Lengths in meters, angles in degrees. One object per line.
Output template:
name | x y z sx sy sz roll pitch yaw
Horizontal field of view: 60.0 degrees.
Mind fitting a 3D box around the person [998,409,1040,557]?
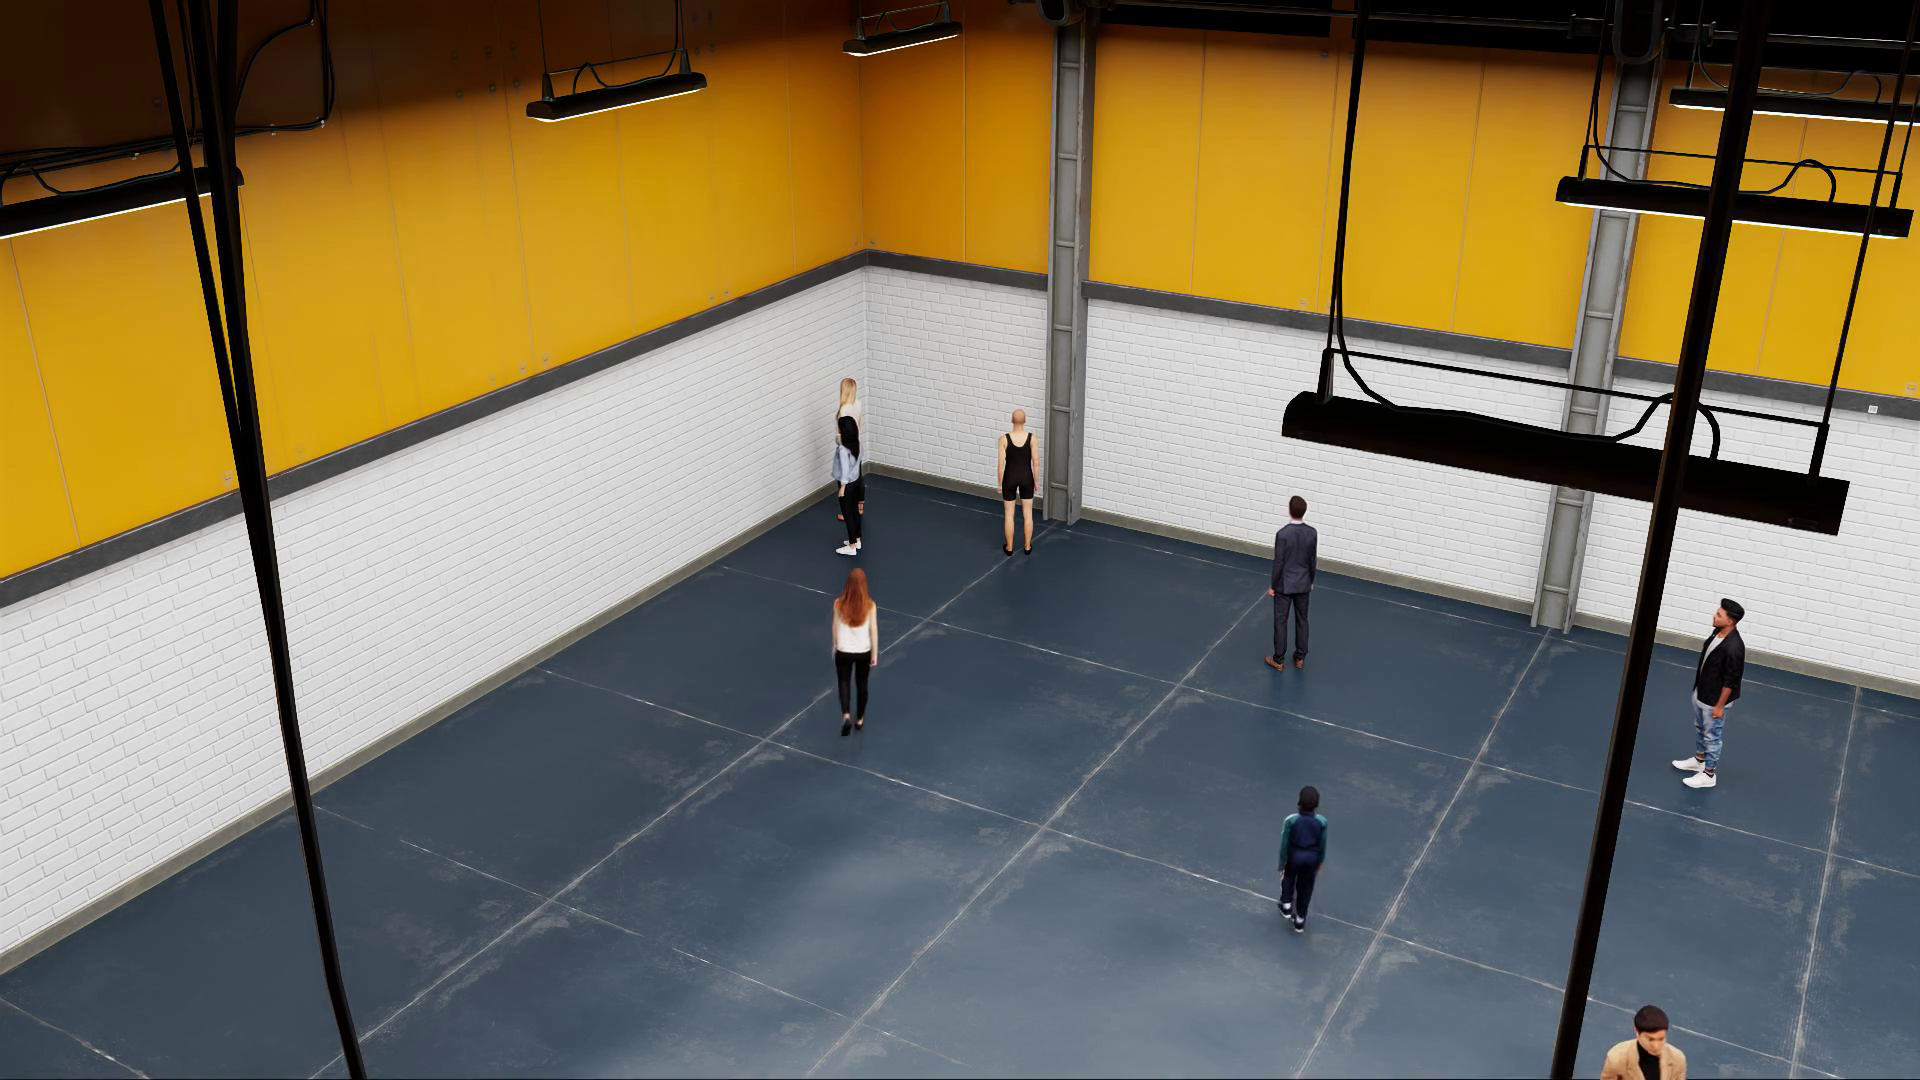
person | 0.686 -0.683 19.616 0.658 1.816 0.769 -2 24 -4

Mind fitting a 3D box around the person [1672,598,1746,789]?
person | 6.799 1.356 14.956 0.749 1.812 0.779 2 24 6

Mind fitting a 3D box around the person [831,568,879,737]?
person | -1.005 1.090 15.689 0.877 1.713 0.877 1 24 2

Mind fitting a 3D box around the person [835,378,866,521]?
person | -1.353 -1.132 20.631 0.549 1.826 0.633 10 26 22

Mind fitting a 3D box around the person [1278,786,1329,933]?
person | 2.678 2.517 13.009 0.646 1.244 0.709 1 24 1

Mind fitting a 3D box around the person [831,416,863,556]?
person | -1.322 -0.658 19.690 0.615 1.711 0.649 7 25 16

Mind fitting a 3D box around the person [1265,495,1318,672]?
person | 3.385 0.439 16.987 0.730 1.866 0.790 -6 24 -14

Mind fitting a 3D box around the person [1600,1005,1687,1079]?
person | 4.121 3.502 10.192 1.165 1.696 1.107 -2 24 -4
